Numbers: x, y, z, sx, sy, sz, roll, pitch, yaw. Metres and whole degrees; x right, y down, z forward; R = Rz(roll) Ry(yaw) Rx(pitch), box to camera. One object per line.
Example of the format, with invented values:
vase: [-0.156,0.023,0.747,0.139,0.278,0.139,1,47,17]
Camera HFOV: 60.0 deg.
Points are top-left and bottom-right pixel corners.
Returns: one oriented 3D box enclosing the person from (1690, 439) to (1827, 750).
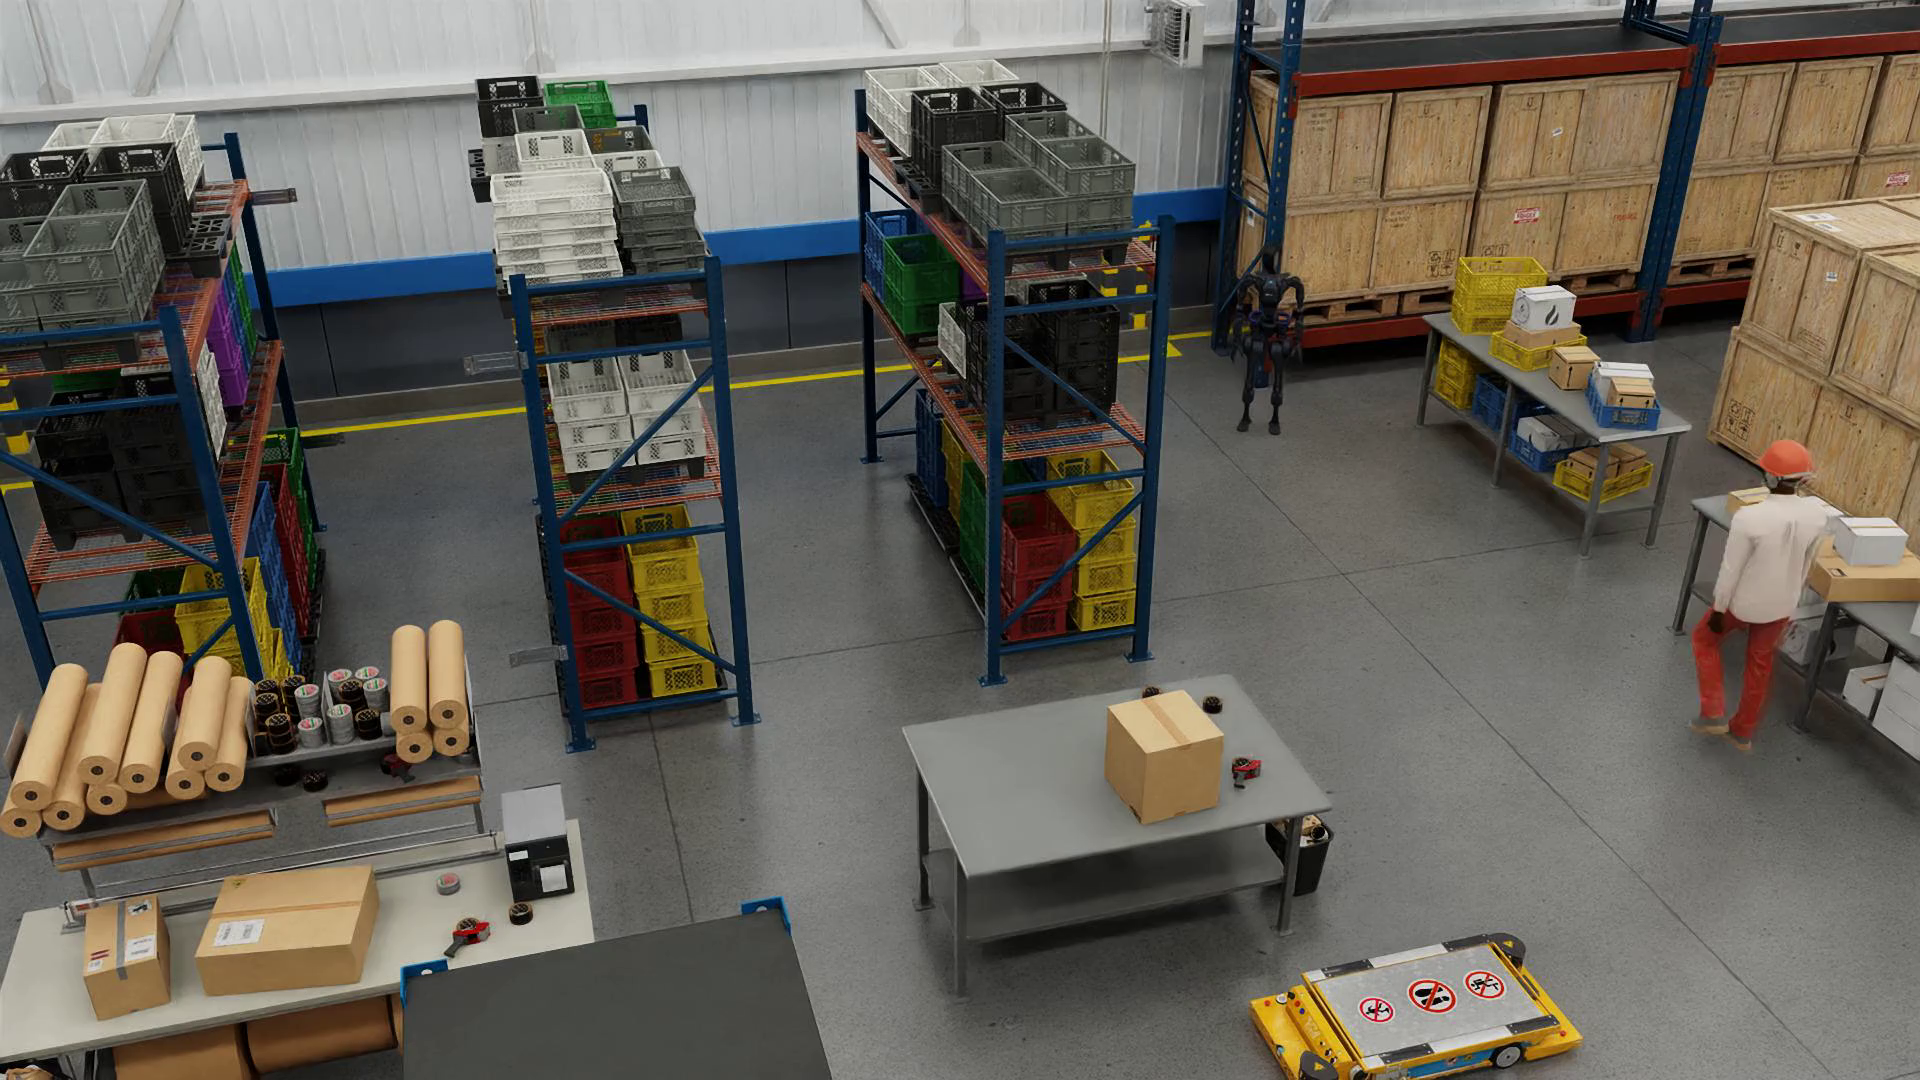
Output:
person: [4.668,0.336,9.773,0.614,1.980,0.470,-4,29,-7]

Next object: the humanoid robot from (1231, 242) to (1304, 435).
humanoid robot: [2.552,-1.662,13.718,0.599,1.647,0.326,7,30,13]

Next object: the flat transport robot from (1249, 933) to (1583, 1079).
flat transport robot: [2.184,2.282,7.980,1.431,0.197,0.652,-8,30,-14]
